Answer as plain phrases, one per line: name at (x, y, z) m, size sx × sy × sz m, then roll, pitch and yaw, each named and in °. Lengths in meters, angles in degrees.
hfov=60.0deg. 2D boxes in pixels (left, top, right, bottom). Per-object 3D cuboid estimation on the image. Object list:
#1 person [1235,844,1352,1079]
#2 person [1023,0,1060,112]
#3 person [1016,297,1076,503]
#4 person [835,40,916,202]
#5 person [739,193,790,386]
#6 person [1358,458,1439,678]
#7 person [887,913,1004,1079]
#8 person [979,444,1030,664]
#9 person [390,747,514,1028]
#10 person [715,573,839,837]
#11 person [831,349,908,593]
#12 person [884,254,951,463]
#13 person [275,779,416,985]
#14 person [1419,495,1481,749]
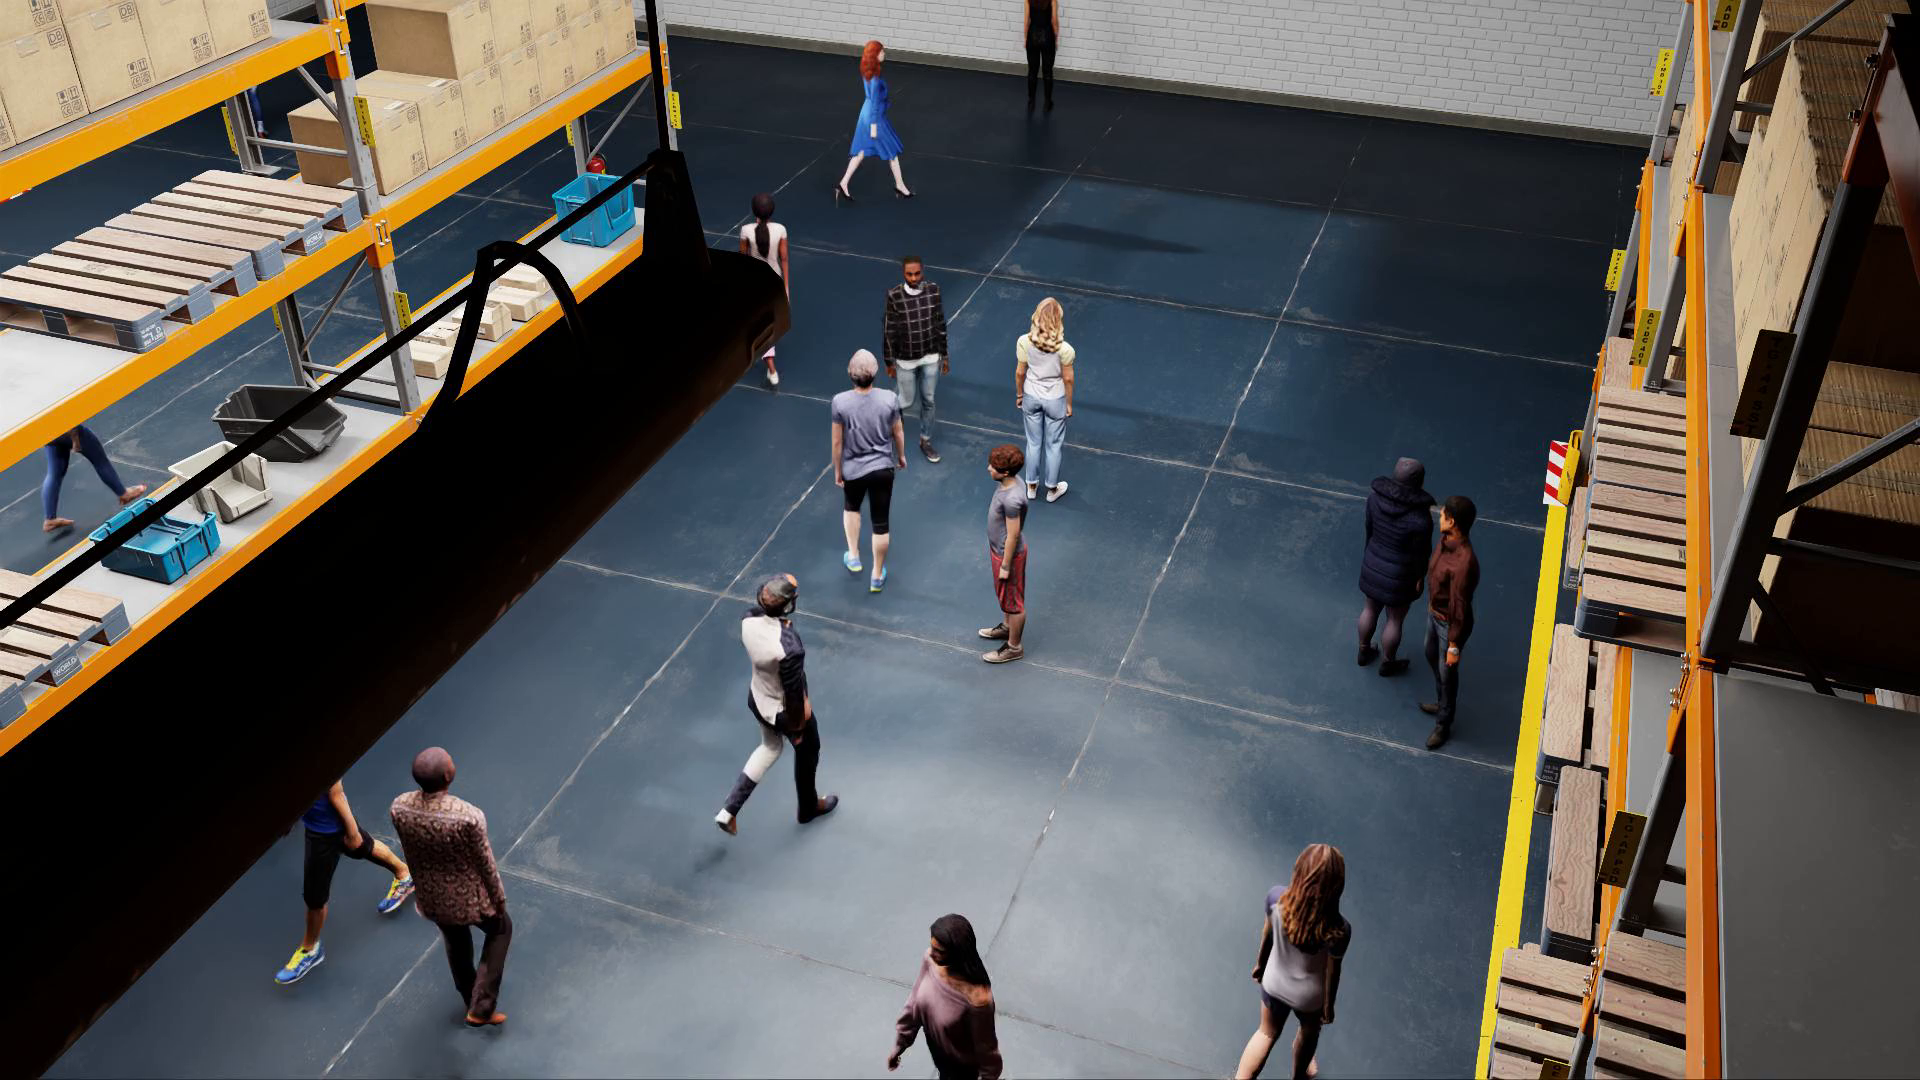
person at (1.581, 2.218, 8.062) m, size 0.814 × 1.701 × 1.076 m, roll 24°, pitch 40°, yaw 31°
person at (1.004, -6.220, 20.768) m, size 0.636 × 1.687 × 0.602 m, roll 4°, pitch 34°, yaw 6°
person at (0.663, -1.089, 13.018) m, size 0.624 × 1.722 × 0.525 m, roll 11°, pitch 35°, yaw 15°
person at (-1.028, -4.490, 18.077) m, size 1.103 × 1.785 × 1.136 m, roll -9°, pitch 35°, yaw -13°
person at (-1.718, -2.190, 14.707) m, size 1.027 × 1.686 × 1.204 m, roll -8°, pitch 35°, yaw -12°
person at (2.903, 0.176, 11.159) m, size 0.810 × 1.674 × 0.785 m, roll -26°, pitch 41°, yaw -33°
person at (0.048, 2.371, 7.768) m, size 1.129 × 1.772 × 0.979 m, roll -22°, pitch 39°, yaw -29°
person at (0.333, 0.075, 11.330) m, size 0.714 × 1.651 × 0.595 m, roll -3°, pitch 34°, yaw -4°
person at (-2.625, 1.851, 8.531) m, size 0.752 × 1.793 × 0.827 m, roll 6°, pitch 34°, yaw 10°
person at (-1.120, 1.016, 9.722) m, size 1.168 × 1.866 × 0.962 m, roll -27°, pitch 42°, yaw -34°
person at (-0.649, -0.440, 11.909) m, size 0.793 × 1.868 × 0.823 m, roll 1°, pitch 34°, yaw 1°
person at (-0.394, -1.544, 13.633) m, size 0.995 × 1.800 × 1.070 m, roll -12°, pitch 36°, yaw -18°
person at (-3.398, 1.479, 9.073) m, size 0.865 × 1.812 × 1.274 m, roll 22°, pitch 39°, yaw 29°
person at (3.136, 0.500, 10.588) m, size 0.950 × 1.766 × 0.699 m, roll -6°, pitch 34°, yaw -9°
